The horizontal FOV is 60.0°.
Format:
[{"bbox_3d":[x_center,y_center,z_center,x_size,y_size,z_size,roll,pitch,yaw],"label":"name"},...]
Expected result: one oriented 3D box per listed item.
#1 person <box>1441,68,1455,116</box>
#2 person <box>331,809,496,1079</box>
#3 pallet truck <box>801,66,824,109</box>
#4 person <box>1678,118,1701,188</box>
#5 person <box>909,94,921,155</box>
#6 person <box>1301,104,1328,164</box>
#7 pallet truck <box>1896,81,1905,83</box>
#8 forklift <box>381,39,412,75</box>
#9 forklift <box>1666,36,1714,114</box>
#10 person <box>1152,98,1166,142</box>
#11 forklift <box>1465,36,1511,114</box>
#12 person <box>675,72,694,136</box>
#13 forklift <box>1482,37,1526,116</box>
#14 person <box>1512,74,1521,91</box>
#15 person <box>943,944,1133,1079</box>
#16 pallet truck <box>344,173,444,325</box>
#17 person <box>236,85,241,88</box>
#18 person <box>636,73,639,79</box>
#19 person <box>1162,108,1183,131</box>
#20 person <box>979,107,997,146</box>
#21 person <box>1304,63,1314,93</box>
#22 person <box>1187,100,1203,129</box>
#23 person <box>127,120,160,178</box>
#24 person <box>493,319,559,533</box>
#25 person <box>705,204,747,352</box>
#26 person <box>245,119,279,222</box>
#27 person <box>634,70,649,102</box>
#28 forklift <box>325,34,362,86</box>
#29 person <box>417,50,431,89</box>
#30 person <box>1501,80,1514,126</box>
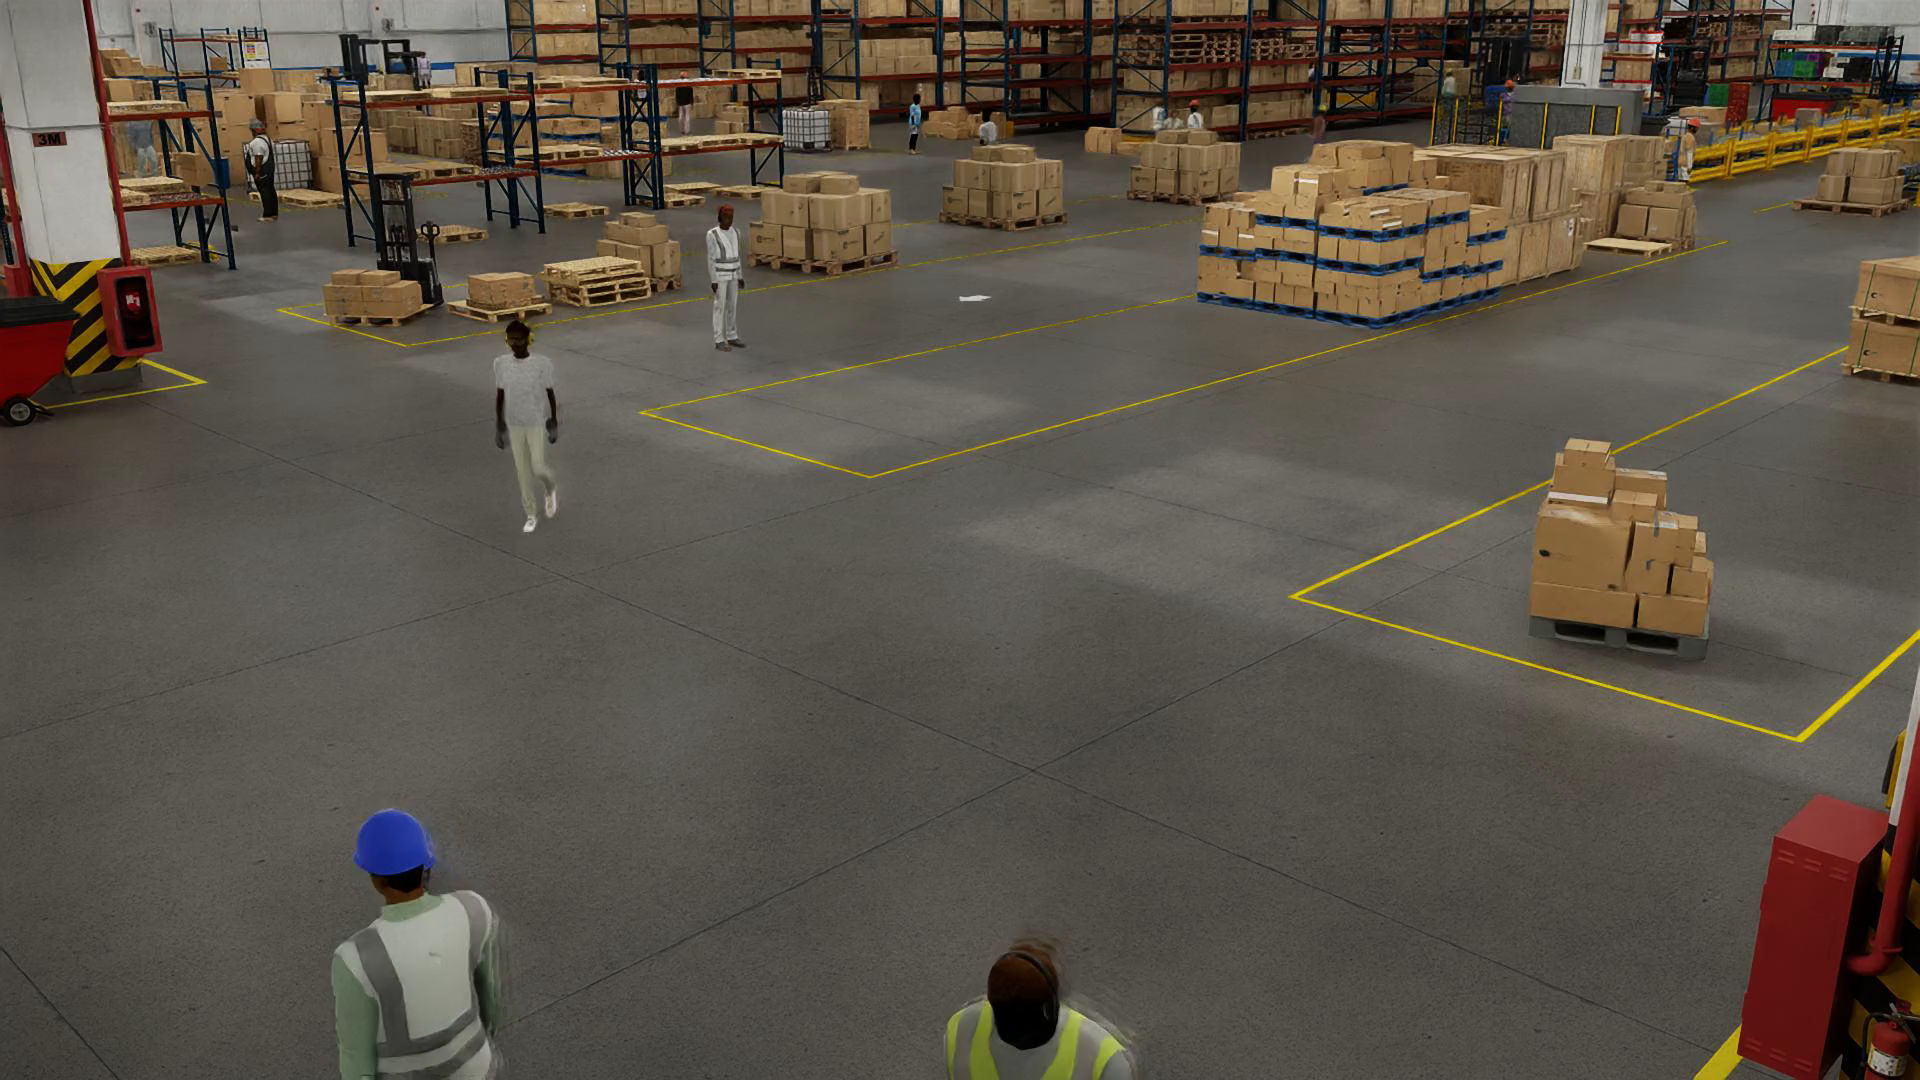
[{"bbox_3d":[17.973,-16.479,61.249,0.543,1.718,0.924,-15,24,-38],"label":"person"},{"bbox_3d":[-1.893,1.818,5.785,0.543,1.928,0.650,15,23,38],"label":"person"},{"bbox_3d":[-4.812,-15.182,56.903,0.823,1.965,1.885,-9,21,-26],"label":"pallet truck"},{"bbox_3d":[15.434,-7.969,35.276,0.366,1.930,0.542,2,19,7],"label":"person"},{"bbox_3d":[-1.261,-11.772,47.128,0.334,1.686,0.535,7,20,21],"label":"person"},{"bbox_3d":[9.010,-10.117,42.049,0.549,1.749,0.520,-4,19,-11],"label":"person"},{"bbox_3d":[34.802,-16.331,61.455,0.653,1.274,1.630,17,25,41],"label":"pallet truck"},{"bbox_3d":[-19.673,-16.114,58.329,1.873,2.768,1.129,17,25,41],"label":"forklift"},{"bbox_3d":[27.341,-17.291,61.877,1.129,2.768,1.873,17,25,41],"label":"forklift"},{"bbox_3d":[5.553,-11.458,46.269,0.372,1.622,0.539,-8,20,-22],"label":"person"},{"bbox_3d":[19.973,-17.201,61.605,1.873,2.768,1.129,16,24,40],"label":"forklift"},{"bbox_3d":[-8.830,-14.006,53.425,0.616,1.959,0.651,5,19,14],"label":"person"},{"bbox_3d":[20.262,-16.925,60.775,1.873,2.768,1.129,10,21,29],"label":"forklift"},{"bbox_3d":[19.797,-15.805,59.348,0.269,1.632,0.509,8,20,23],"label":"person"},{"bbox_3d":[0.227,2.079,5.225,0.634,1.799,0.953,5,19,16],"label":"person"},{"bbox_3d":[-8.209,-4.181,23.757,0.823,1.965,1.885,3,19,9],"label":"pallet truck"},{"bbox_3d":[-20.193,-11.839,46.922,0.372,1.940,0.629,4,19,12],"label":"person"},{"bbox_3d":[-10.819,-15.065,56.912,1.006,1.787,0.635,-10,21,-27],"label":"person"},{"bbox_3d":[5.391,-10.202,42.476,0.561,1.613,0.534,1,18,2],"label":"person"},{"bbox_3d":[0.594,-8.917,38.102,0.447,1.944,0.629,13,22,34],"label":"person"},{"bbox_3d":[14.507,-19.074,69.162,0.539,1.655,0.882,4,19,11],"label":"person"},{"bbox_3d":[5.799,-9.979,41.398,0.704,1.889,0.536,6,19,16],"label":"person"},{"bbox_3d":[-18.931,-9.083,38.654,0.763,1.912,0.642,13,22,34],"label":"person"},{"bbox_3d":[-3.761,-0.999,14.393,0.518,1.856,0.461,1,18,2],"label":"person"},{"bbox_3d":[-3.033,-3.410,21.612,0.355,1.885,0.575,12,22,33],"label":"person"},{"bbox_3d":[-14.116,-7.457,33.560,0.537,2.000,0.688,0,18,1],"label":"person"},{"bbox_3d":[-10.756,-14.881,56.133,0.381,1.911,0.619,15,24,38],"label":"person"},{"bbox_3d":[-23.663,-18.232,64.712,1.129,2.768,1.873,17,25,41],"label":"forklift"},{"bbox_3d":[-23.412,-20.413,72.755,0.547,1.937,0.379,-6,19,-18],"label":"person"},{"bbox_3d":[16.505,-12.900,50.208,1.011,1.879,0.570,-15,24,-38],"label":"person"}]
